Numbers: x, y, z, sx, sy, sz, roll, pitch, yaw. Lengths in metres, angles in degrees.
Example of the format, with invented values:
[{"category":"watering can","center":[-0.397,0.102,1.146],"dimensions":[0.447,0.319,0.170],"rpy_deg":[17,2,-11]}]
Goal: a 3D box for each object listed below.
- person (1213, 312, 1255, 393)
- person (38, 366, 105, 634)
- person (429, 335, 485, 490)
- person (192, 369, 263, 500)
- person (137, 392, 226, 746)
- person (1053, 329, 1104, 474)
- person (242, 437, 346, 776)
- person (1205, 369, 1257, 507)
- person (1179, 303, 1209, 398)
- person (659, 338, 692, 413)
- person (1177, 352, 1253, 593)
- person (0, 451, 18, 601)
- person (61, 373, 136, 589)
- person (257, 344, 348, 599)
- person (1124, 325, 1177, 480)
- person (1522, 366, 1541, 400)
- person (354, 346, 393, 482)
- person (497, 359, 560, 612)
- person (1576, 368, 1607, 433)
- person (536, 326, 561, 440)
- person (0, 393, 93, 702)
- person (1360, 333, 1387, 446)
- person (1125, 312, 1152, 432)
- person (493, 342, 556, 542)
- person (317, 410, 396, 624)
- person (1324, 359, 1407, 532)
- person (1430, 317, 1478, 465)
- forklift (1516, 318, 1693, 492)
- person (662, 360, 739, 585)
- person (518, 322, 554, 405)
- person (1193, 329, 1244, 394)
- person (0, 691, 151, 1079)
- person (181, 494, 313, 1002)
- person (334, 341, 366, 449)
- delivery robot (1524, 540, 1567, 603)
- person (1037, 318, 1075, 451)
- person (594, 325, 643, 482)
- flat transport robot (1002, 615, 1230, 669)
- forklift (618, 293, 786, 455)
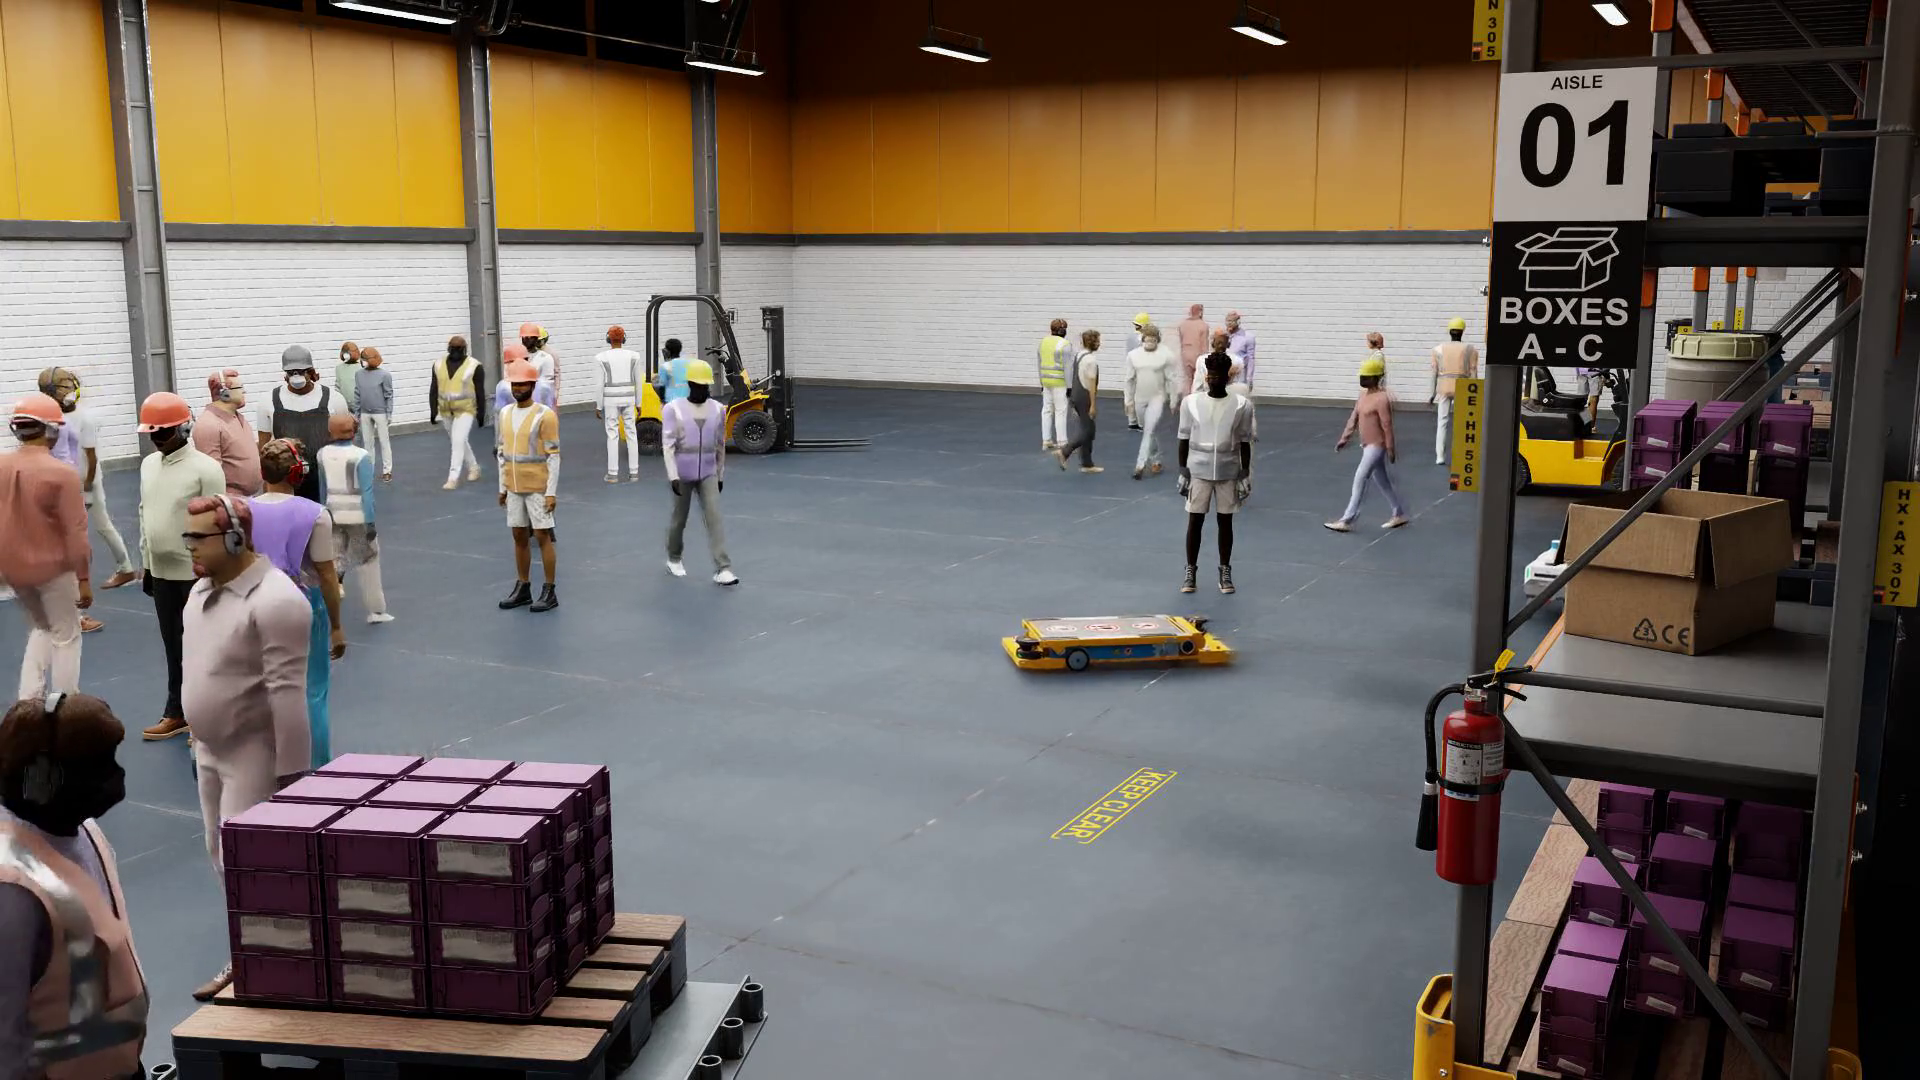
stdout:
[{"category":"person","center":[3.983,-2.359,24.284],"dimensions":[0.681,1.914,0.651],"rpy_deg":[5,11,26]},{"category":"person","center":[-6.513,-0.284,12.026],"dimensions":[0.371,1.935,0.629],"rpy_deg":[-8,13,-39]},{"category":"person","center":[-5.897,-1.530,19.658],"dimensions":[0.631,1.804,0.917],"rpy_deg":[2,10,10]},{"category":"person","center":[-5.263,-0.279,12.069],"dimensions":[0.409,1.912,0.649],"rpy_deg":[-1,10,-4]},{"category":"person","center":[-4.356,0.161,9.303],"dimensions":[0.608,1.986,0.389],"rpy_deg":[4,11,23]},{"category":"person","center":[1.477,-1.695,20.533],"dimensions":[0.651,1.822,0.548],"rpy_deg":[-4,10,-20]},{"category":"person","center":[-3.318,0.417,8.222],"dimensions":[0.565,1.846,0.388],"rpy_deg":[2,10,12]},{"category":"person","center":[2.863,-1.117,17.860],"dimensions":[0.567,1.584,0.672],"rpy_deg":[8,13,40]},{"category":"person","center":[4.055,-3.089,28.408],"dimensions":[0.657,1.889,0.634],"rpy_deg":[9,13,43]},{"category":"person","center":[-3.601,-1.783,21.522],"dimensions":[0.547,1.657,0.790],"rpy_deg":[-7,12,-37]},{"category":"person","center":[2.054,-0.542,13.447],"dimensions":[0.601,1.960,0.373],"rpy_deg":[1,10,6]},{"category":"person","center":[-7.725,-0.384,13.155],"dimensions":[0.487,1.746,0.289],"rpy_deg":[3,10,18]},{"category":"person","center":[-7.048,-0.445,13.327],"dimensions":[0.521,1.813,0.925],"rpy_deg":[4,10,20]},{"category":"person","center":[-5.149,-0.522,13.095],"dimensions":[0.689,2.000,0.537],"rpy_deg":[-3,10,-19]},{"category":"person","center":[2.327,-1.688,20.356],"dimensions":[0.627,1.881,1.012],"rpy_deg":[5,11,28]},{"category":"person","center":[7.272,-1.828,21.289],"dimensions":[0.403,1.824,0.586],"rpy_deg":[-1,10,-8]},{"category":"person","center":[-7.040,-1.505,19.965],"dimensions":[0.498,1.633,0.278],"rpy_deg":[2,10,11]},{"category":"person","center":[-3.327,-0.412,12.774],"dimensions":[0.552,1.941,0.389],"rpy_deg":[5,11,26]},{"category":"person","center":[9.269,-2.464,24.339],"dimensions":[0.383,2.038,0.615],"rpy_deg":[-4,10,-20]},{"category":"person","center":[-5.672,-2.025,22.618],"dimensions":[0.526,1.759,0.341],"rpy_deg":[4,11,23]},{"category":"person","center":[-5.104,0.168,9.299],"dimensions":[0.647,1.966,0.474],"rpy_deg":[2,10,12]},{"category":"person","center":[5.827,-2.090,23.343],"dimensions":[0.315,1.636,0.514],"rpy_deg":[1,10,5]},{"category":"person","center":[2.788,-2.580,25.610],"dimensions":[0.403,1.834,0.589],"rpy_deg":[-5,11,-29]},{"category":"person","center":[-4.117,-0.916,15.740],"dimensions":[0.566,1.910,0.450],"rpy_deg":[-9,13,-41]},{"category":"person","center":[-4.516,-0.133,12.156],"dimensions":[0.531,1.624,0.682],"rpy_deg":[5,11,25]},{"category":"person","center":[4.076,-0.932,16.425],"dimensions":[0.936,1.716,0.524],"rpy_deg":[-2,10,-9]},{"category":"person","center":[6.398,-1.926,21.558],"dimensions":[0.593,1.923,0.386],"rpy_deg":[4,11,22]},{"category":"forklift","center":[7.066,-1.601,18.899],"dimensions":[2.313,2.155,1.214],"rpy_deg":[5,11,27]},{"category":"person","center":[-2.211,-0.570,13.894],"dimensions":[0.602,1.868,1.036],"rpy_deg":[-5,11,-29]},{"category":"person","center":[-5.047,-1.597,19.607],"dimensions":[0.544,1.943,0.347],"rpy_deg":[2,10,11]},{"category":"person","center":[3.067,-1.582,19.763],"dimensions":[0.587,1.864,0.806],"rpy_deg":[2,10,9]},{"category":"person","center":[-1.906,1.220,3.663],"dimensions":[0.771,1.810,0.644],"rpy_deg":[-3,10,-18]},{"category":"person","center":[-2.614,0.763,6.094],"dimensions":[0.663,1.887,0.469],"rpy_deg":[8,12,37]},{"category":"person","center":[-7.698,-1.699,21.081],"dimensions":[0.498,1.636,0.286],"rpy_deg":[2,10,13]},{"category":"delivery robot","center":[4.548,0.247,12.674],"dimensions":[0.477,0.478,0.707],"rpy_deg":[6,12,31]},{"category":"person","center":[1.351,-2.150,23.102],"dimensions":[0.430,1.844,0.624],"rpy_deg":[-8,13,-39]},{"category":"person","center":[-4.094,-1.629,19.964],"dimensions":[0.576,1.882,0.355],"rpy_deg":[-5,11,-27]},{"category":"flat transport robot","center":[1.043,0.680,11.259],"dimensions":[1.431,0.197,0.652],"rpy_deg":[-1,10,-8]},{"category":"forklift","center":[-3.588,-2.317,23.042],"dimensions":[2.313,2.155,1.214],"rpy_deg":[-1,10,-5]}]
